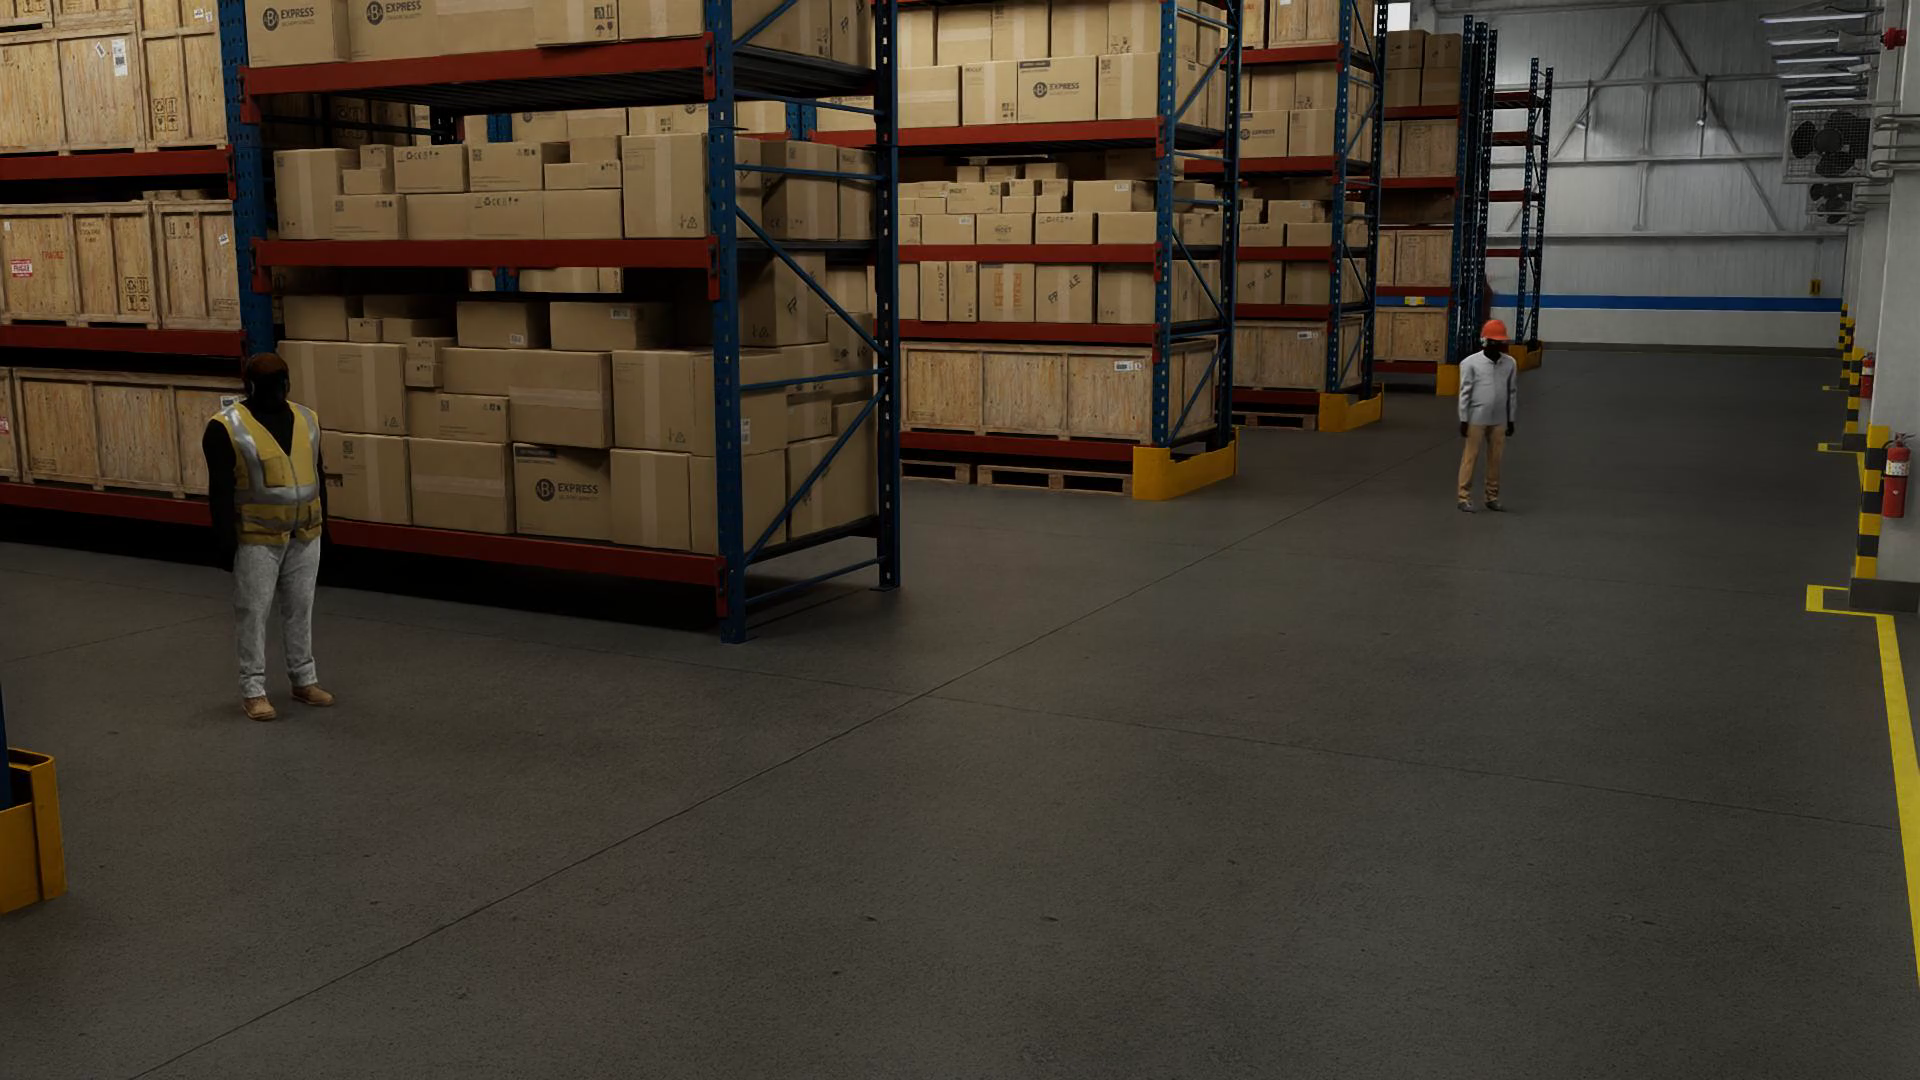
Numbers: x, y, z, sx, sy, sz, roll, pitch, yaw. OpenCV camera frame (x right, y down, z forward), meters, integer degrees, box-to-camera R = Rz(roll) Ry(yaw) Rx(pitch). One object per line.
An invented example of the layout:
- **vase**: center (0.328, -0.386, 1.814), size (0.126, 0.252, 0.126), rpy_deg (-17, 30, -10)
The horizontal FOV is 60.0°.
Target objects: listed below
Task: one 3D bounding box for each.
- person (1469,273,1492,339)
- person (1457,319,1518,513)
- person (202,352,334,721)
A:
- **person**: center (11.247, -4.877, 36.344), size (0.766, 1.882, 0.677), rpy_deg (6, 12, 31)
- **person**: center (4.751, -1.106, 14.946), size (0.567, 1.742, 0.352), rpy_deg (-2, 10, -13)
- **person**: center (-3.453, -0.026, 8.403), size (0.429, 1.841, 0.633), rpy_deg (7, 12, 36)
